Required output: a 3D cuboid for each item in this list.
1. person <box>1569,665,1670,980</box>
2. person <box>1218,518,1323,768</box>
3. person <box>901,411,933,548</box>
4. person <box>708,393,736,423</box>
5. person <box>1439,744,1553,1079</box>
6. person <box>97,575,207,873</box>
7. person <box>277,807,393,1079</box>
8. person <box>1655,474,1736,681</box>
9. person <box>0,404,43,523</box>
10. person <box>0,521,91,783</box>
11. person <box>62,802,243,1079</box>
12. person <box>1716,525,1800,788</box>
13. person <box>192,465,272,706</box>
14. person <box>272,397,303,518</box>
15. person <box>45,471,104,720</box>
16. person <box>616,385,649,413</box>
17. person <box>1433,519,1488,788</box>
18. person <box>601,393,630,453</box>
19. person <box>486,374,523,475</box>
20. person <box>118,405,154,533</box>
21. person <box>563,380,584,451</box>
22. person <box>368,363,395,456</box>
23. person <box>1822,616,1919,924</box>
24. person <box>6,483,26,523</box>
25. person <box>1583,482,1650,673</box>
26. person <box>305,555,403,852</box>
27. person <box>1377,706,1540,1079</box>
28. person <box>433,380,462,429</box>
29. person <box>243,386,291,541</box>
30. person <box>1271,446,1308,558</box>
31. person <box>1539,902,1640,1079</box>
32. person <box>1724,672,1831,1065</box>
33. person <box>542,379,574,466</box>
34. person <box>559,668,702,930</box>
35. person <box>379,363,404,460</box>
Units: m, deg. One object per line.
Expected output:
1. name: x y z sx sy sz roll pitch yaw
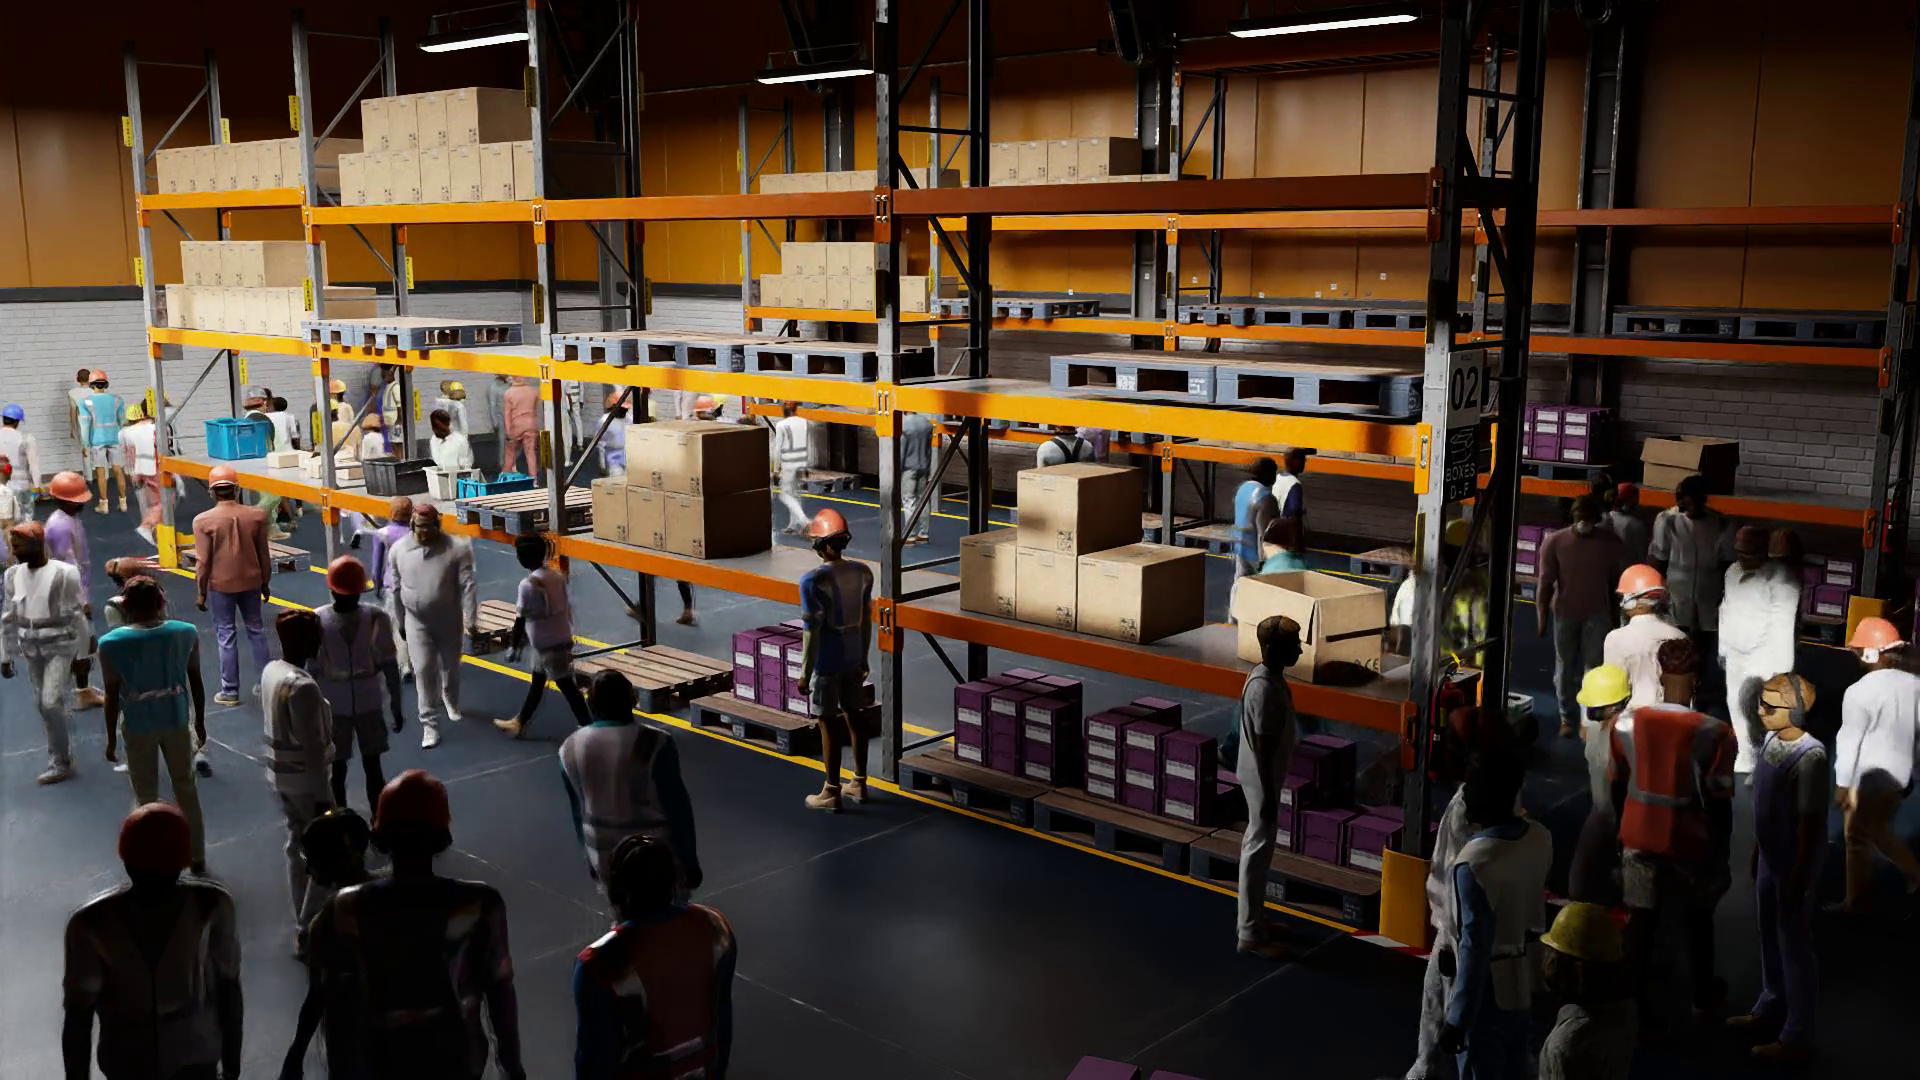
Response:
1. person: 3.317 1.445 8.455 0.793 1.698 0.549 -2 10 -11
2. person: 2.255 0.775 11.861 0.989 1.856 0.662 9 13 41
3. person: -0.598 -0.875 20.924 0.356 1.938 0.633 9 14 42
4. person: -3.101 -0.964 21.500 0.448 1.910 0.594 7 12 35
5. person: 2.038 1.718 6.325 0.375 1.917 0.592 9 14 42
6. person: -4.777 1.124 9.895 0.571 1.840 0.373 -9 13 -41
7. person: -2.250 1.818 6.068 0.681 1.821 0.580 2 10 13
8. person: 6.091 0.390 13.782 0.652 1.933 0.719 4 11 23
9. person: -11.233 -0.642 19.655 0.730 1.916 0.485 -3 10 -14
10. person: -6.447 0.804 11.639 0.606 1.871 0.525 1 10 7
11. person: -2.760 1.836 5.735 0.560 1.879 1.005 -4 11 -21
12. person: 5.532 0.811 11.592 0.513 1.867 0.740 -2 10 -12
13. person: -6.005 0.370 13.737 0.392 1.989 0.618 9 14 42
14. person: -9.404 -1.142 23.120 0.319 1.695 0.539 9 14 42
15. person: -7.126 0.440 13.281 0.517 2.015 0.681 -4 11 -21
16. person: -5.294 -1.962 27.177 0.889 1.898 0.626 9 13 41
17. person: 3.390 0.798 11.552 0.643 1.901 0.603 6 12 31
18. person: -5.025 -1.324 24.328 0.269 1.632 0.504 9 14 42
19. person: -7.359 -1.937 27.065 0.446 1.892 0.678 6 11 29
20. person: -10.792 -0.947 21.967 0.532 1.707 0.514 -4 11 -22
21. person: -7.194 -2.573 30.684 0.339 1.882 0.581 9 14 42
22. person: -10.174 -2.441 29.493 0.707 2.000 0.753 -1 10 -7
23. person: 5.107 1.297 9.207 0.583 1.736 0.539 -5 11 -27
24. person: -9.578 -0.001 16.506 0.342 1.749 0.569 9 14 42
25. person: 5.746 0.350 14.602 0.587 1.740 0.346 7 12 33
26. person: -3.724 1.032 10.232 0.562 1.917 0.412 -5 11 -28
27. person: 2.224 1.618 7.071 0.799 1.863 0.586 5 11 26
28. person: -8.345 -1.790 27.010 0.530 1.607 0.744 -8 13 -39
29. person: -8.911 -0.985 21.260 0.606 2.000 0.753 -7 12 -36
30. person: 3.206 -0.009 16.308 0.374 1.842 0.576 -1 10 -8
31. person: 1.954 1.989 5.283 0.324 1.743 0.490 9 14 42
32. person: 3.835 1.509 7.751 0.351 1.837 0.502 1 10 3
33. person: -6.907 -2.188 28.549 0.534 1.868 0.309 -2 10 -10
34. person: -1.546 1.507 7.833 0.678 1.818 0.475 4 11 21
35. person: -9.062 -1.897 26.625 0.363 1.963 0.612 -6 12 -31
